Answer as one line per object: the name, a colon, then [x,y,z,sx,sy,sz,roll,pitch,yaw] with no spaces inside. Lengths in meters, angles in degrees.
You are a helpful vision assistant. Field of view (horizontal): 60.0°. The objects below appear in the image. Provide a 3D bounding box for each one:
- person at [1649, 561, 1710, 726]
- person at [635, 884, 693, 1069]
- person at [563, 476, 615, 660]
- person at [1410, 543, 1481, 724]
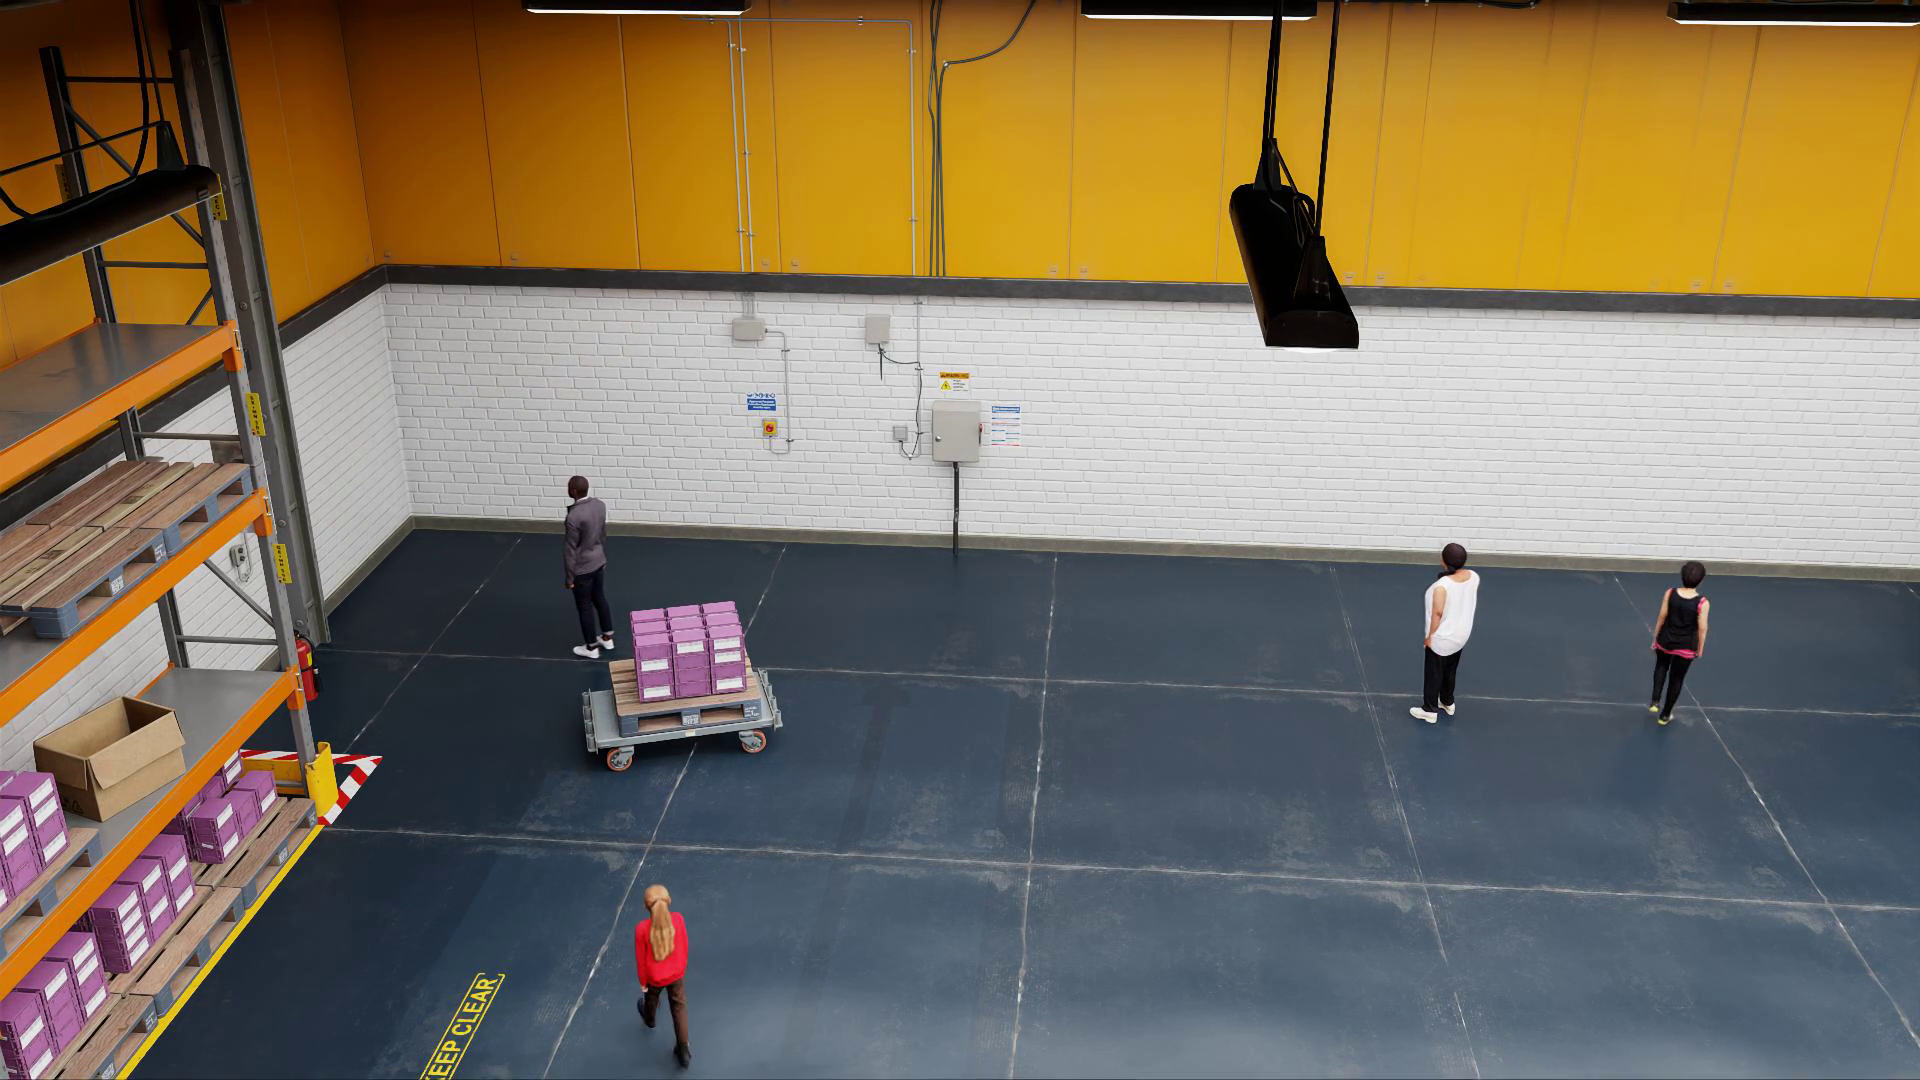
person: [6.255,0.921,14.573,0.676,1.540,0.719,19,30,37]
person: [-1.869,2.805,10.621,0.791,1.253,0.956,-11,26,-24]
person: [-3.523,0.250,15.765,0.835,1.815,0.658,11,26,23]
person: [4.277,0.797,14.673,0.756,1.686,0.798,-15,28,-30]
